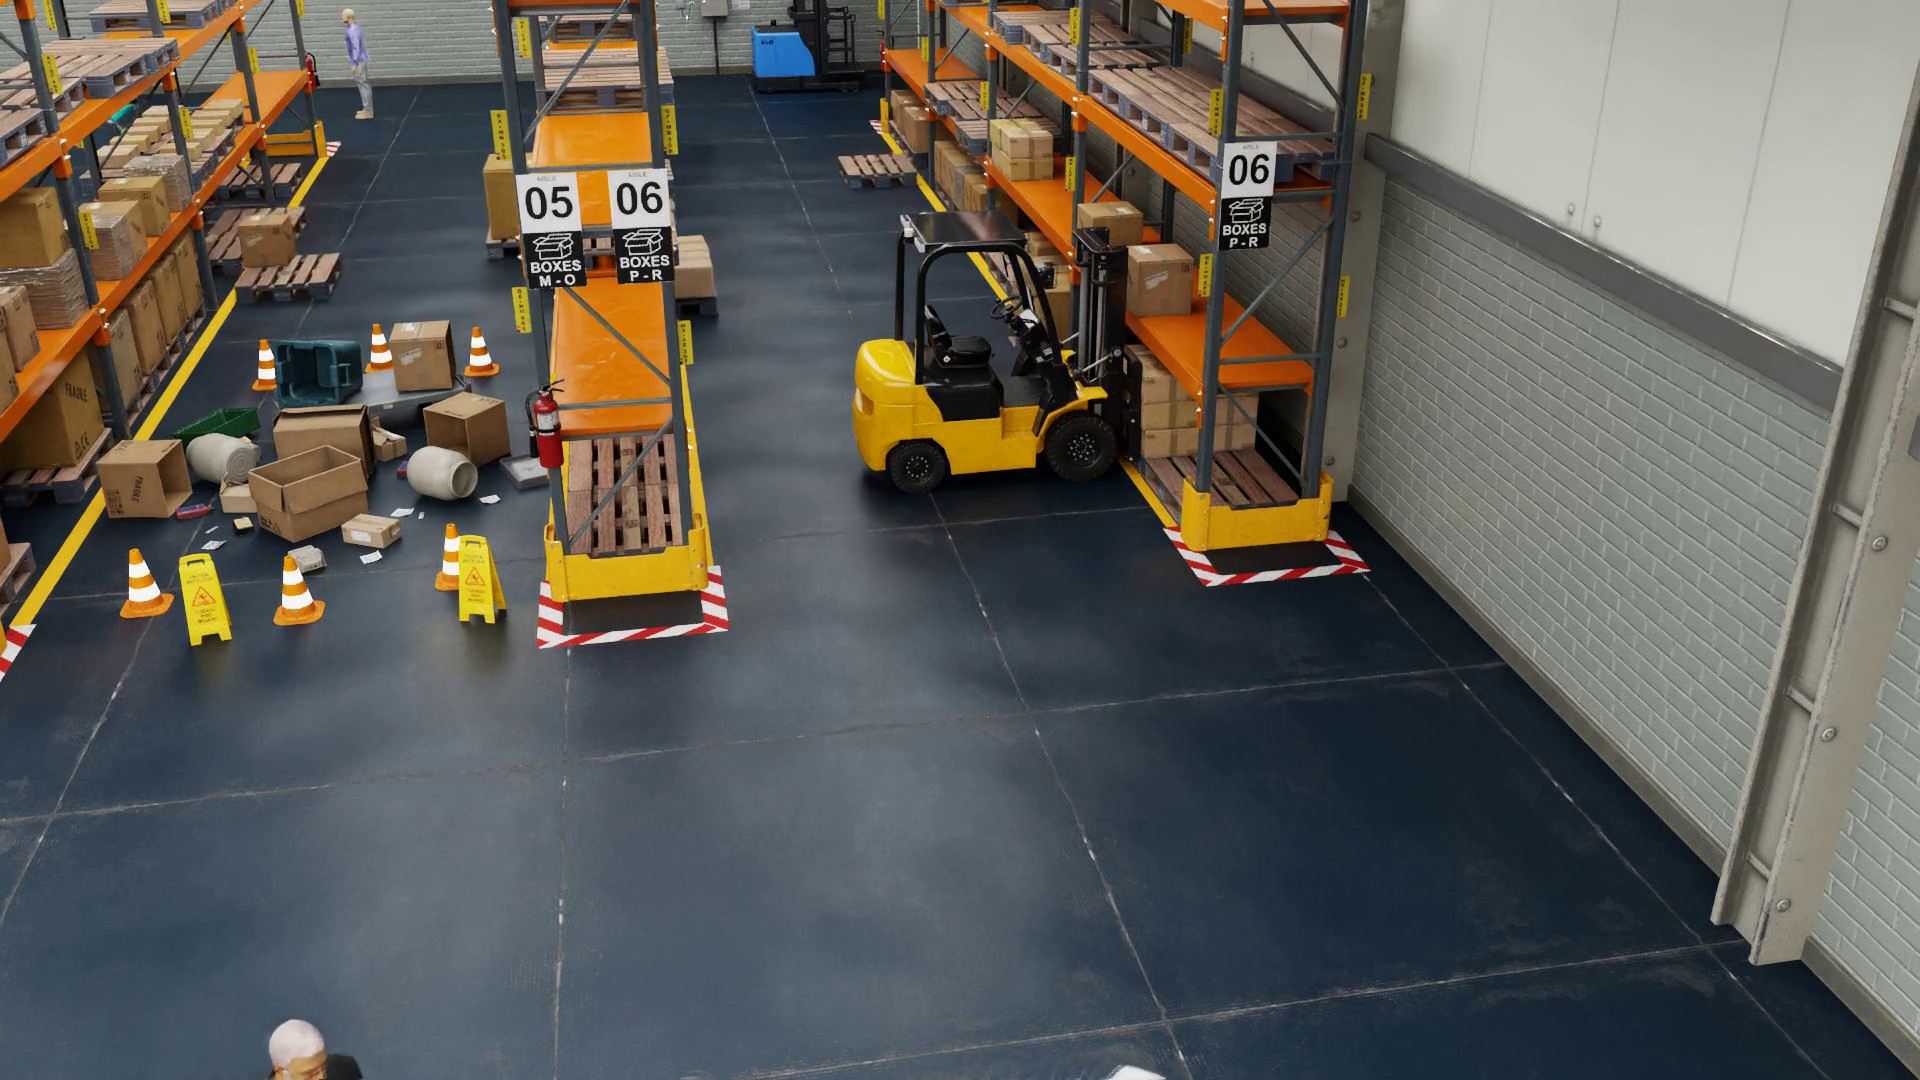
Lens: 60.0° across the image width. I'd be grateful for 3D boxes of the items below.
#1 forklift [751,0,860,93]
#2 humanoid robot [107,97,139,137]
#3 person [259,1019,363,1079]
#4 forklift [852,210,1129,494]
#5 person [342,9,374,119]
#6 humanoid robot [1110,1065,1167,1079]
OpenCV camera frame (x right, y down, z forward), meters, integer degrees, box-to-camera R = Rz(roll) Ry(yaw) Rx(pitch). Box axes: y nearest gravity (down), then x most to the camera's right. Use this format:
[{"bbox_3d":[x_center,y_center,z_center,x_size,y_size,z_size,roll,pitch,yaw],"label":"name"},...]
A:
[{"bbox_3d":[-2.872,-9.679,30.288,1.873,2.768,1.129,-5,26,-10],"label":"forklift"},{"bbox_3d":[-12.967,-6.816,25.640,0.834,1.793,0.608,-16,30,-30],"label":"humanoid robot"},{"bbox_3d":[-2.360,2.494,6.134,0.674,1.823,0.538,18,31,33],"label":"person"},{"bbox_3d":[0.216,-1.659,14.366,2.313,2.155,1.214,-5,26,-10],"label":"forklift"},{"bbox_3d":[-10.166,-8.055,28.138,0.399,1.799,0.590,-4,26,-9],"label":"person"},{"bbox_3d":[0.429,2.626,6.024,0.658,1.850,0.544,13,28,25],"label":"humanoid robot"}]
